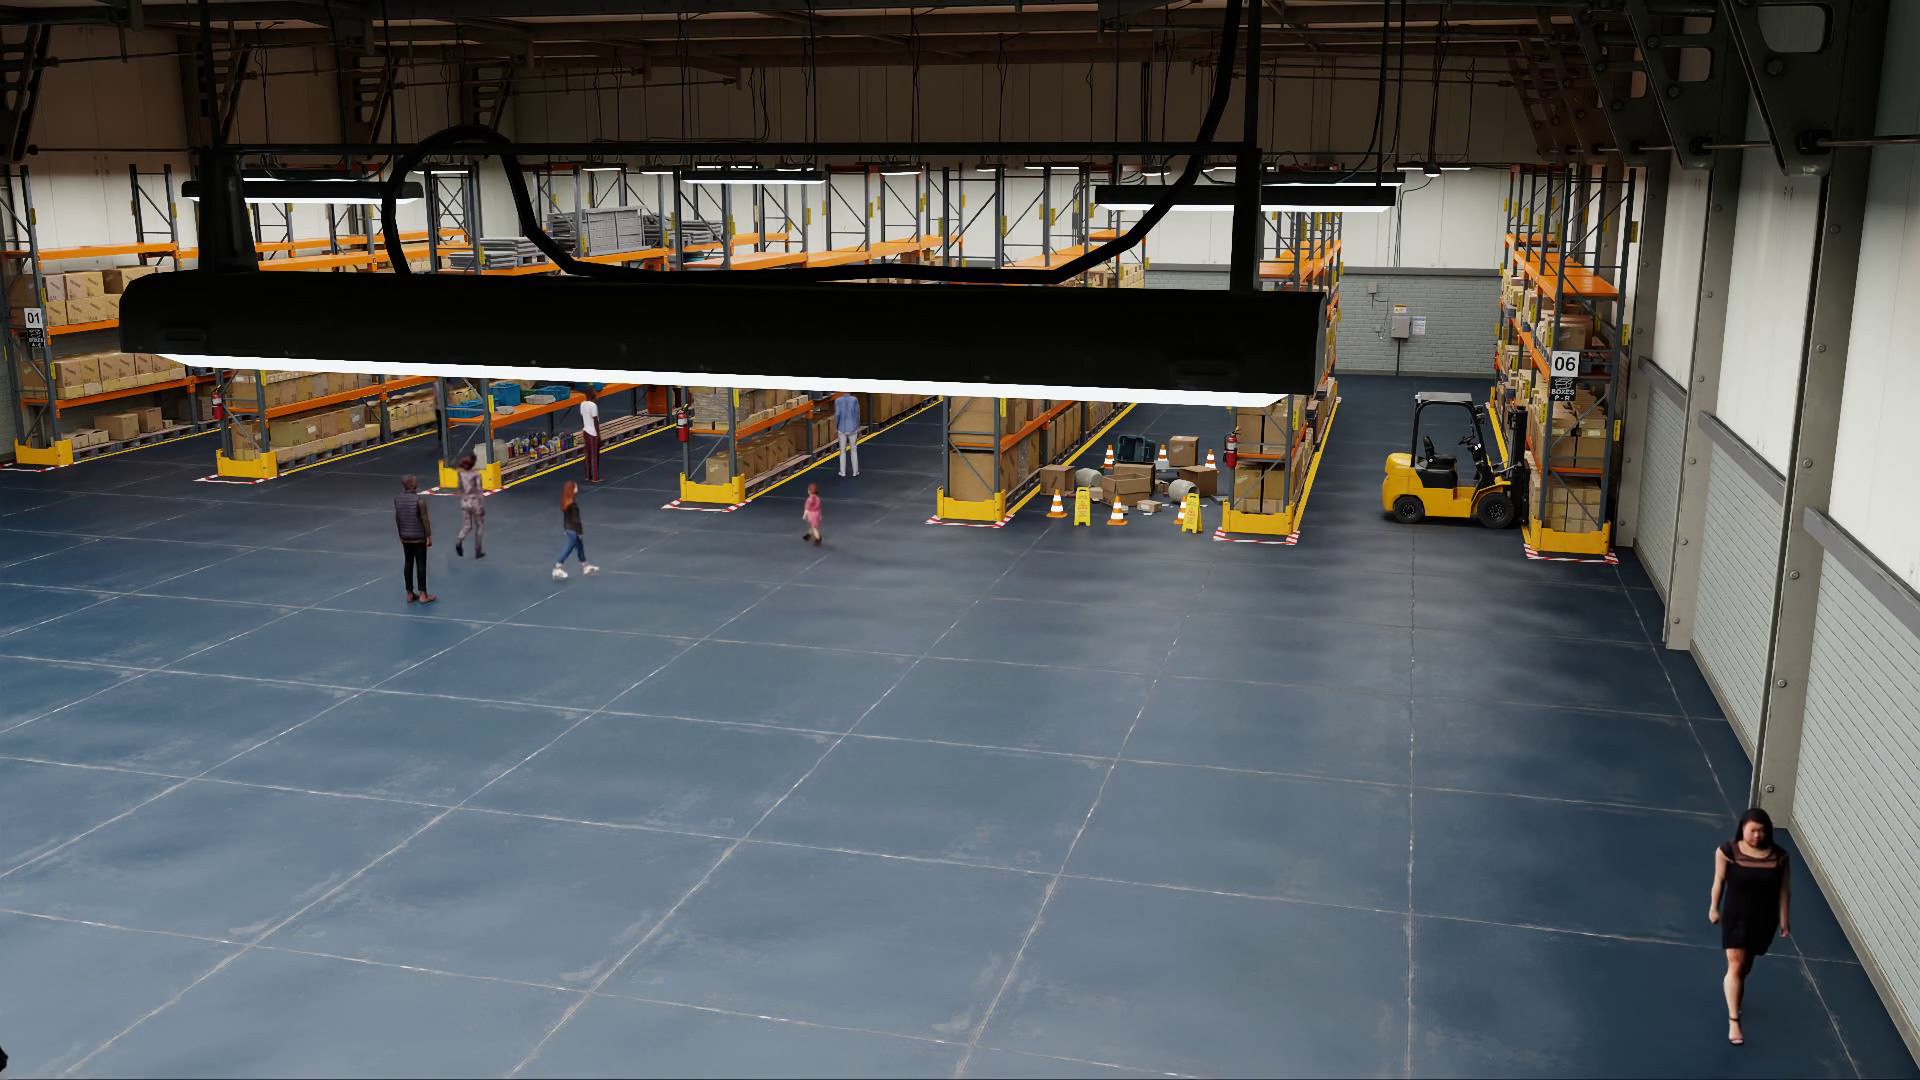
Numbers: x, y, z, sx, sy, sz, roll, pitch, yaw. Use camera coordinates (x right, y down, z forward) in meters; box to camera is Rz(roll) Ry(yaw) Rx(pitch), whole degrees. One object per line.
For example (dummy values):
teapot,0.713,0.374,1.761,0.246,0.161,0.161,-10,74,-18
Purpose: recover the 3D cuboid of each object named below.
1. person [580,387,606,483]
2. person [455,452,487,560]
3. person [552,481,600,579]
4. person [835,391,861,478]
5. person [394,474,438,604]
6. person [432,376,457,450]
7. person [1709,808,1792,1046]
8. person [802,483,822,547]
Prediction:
person,-7.160,-2.058,32.261,0.723,1.835,0.735,-12,18,-42
person,-7.631,-0.500,25.831,0.587,1.701,0.898,4,14,17
person,-5.852,-0.139,24.826,1.019,1.451,0.965,-7,15,-29
person,-2.211,-2.192,32.723,0.729,1.888,0.714,-2,13,-8
person,-7.723,-0.030,23.501,0.716,1.835,0.598,5,14,21
person,-11.064,-2.776,35.568,0.709,1.742,0.700,0,13,1
person,5.671,2.720,11.992,0.677,1.669,1.050,3,13,11
person,-2.351,-0.393,26.923,0.690,0.999,0.726,12,18,42
